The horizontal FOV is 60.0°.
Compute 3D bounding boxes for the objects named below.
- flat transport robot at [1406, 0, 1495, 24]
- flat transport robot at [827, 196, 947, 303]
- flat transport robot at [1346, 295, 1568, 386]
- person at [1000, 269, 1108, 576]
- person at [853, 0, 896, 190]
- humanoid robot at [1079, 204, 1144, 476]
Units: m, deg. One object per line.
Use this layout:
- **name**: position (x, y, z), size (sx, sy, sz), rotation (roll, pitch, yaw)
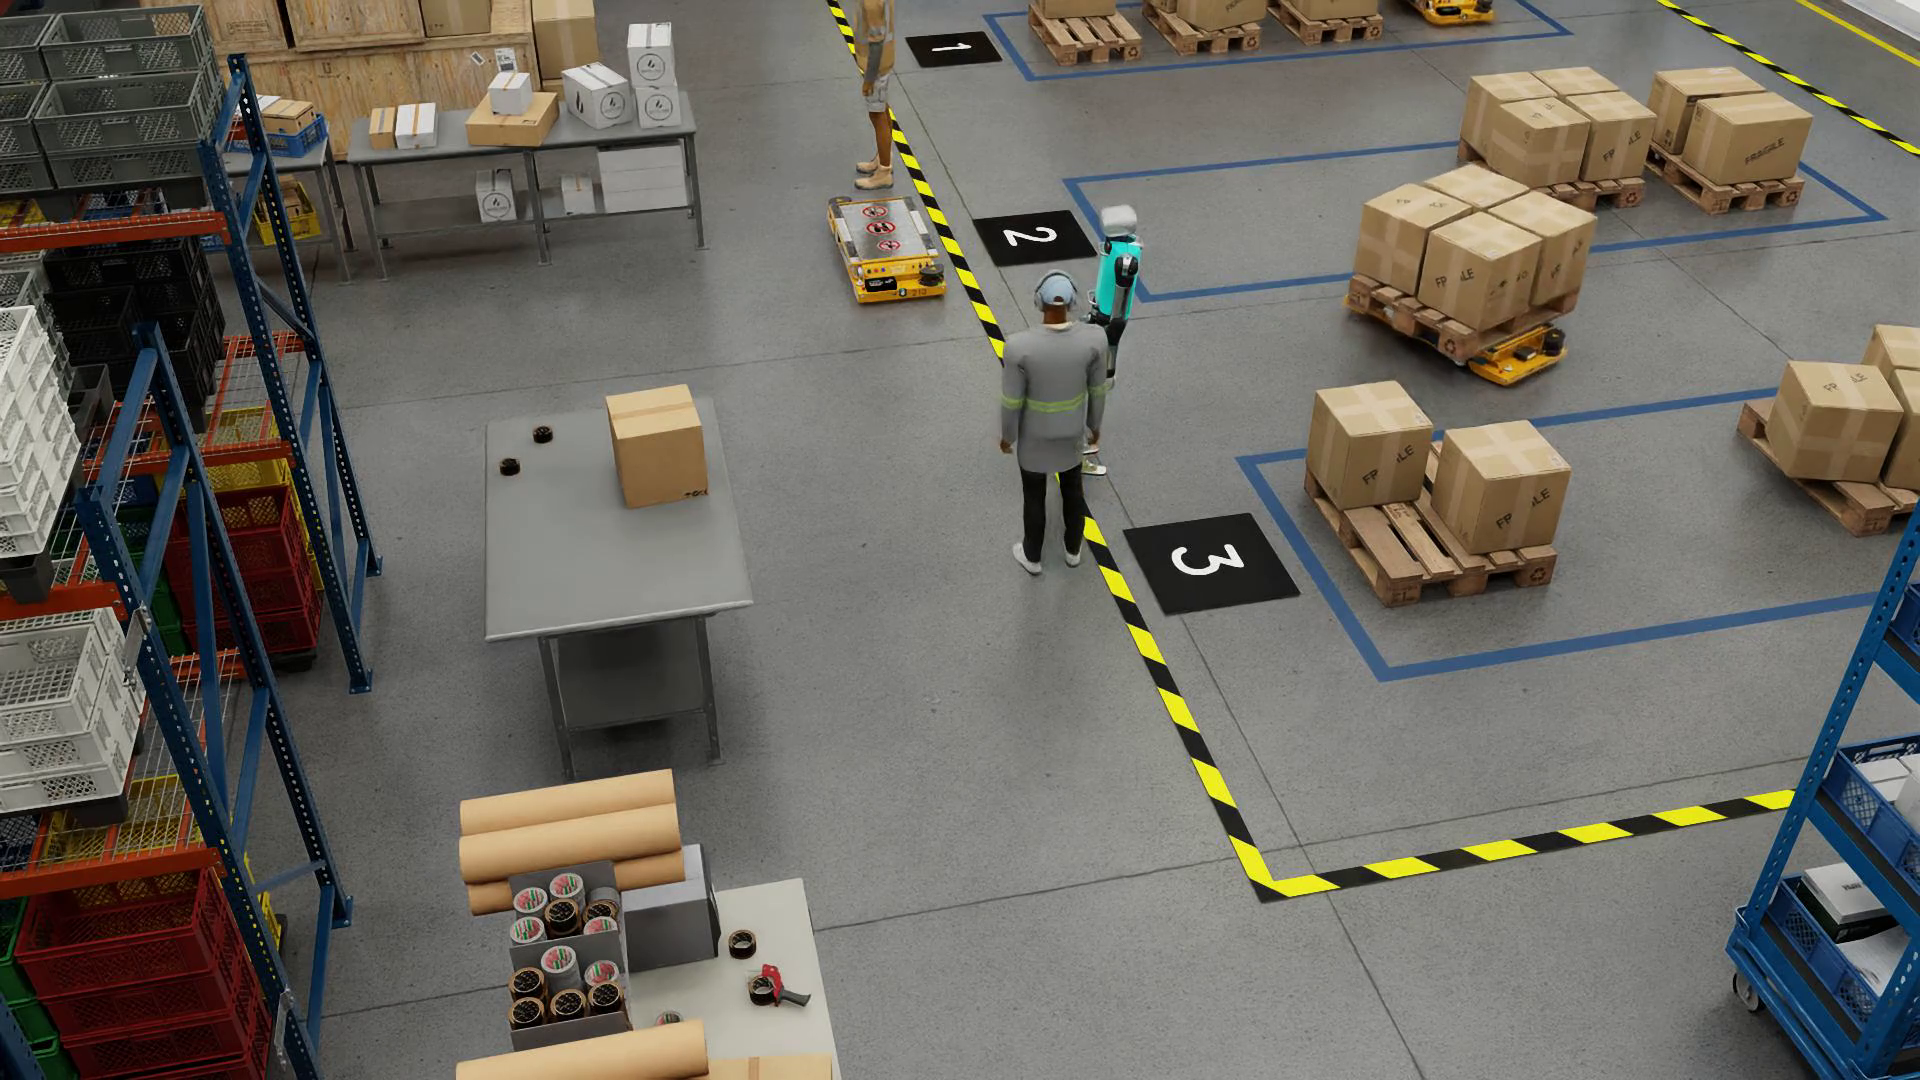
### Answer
- **flat transport robot**: position (4.890, -5.679, 17.163), size (0.652, 0.197, 1.431), rotation (-8, 37, -10)
- **flat transport robot**: position (-0.570, -2.220, 12.538), size (0.659, 0.231, 1.431), rotation (-8, 37, -10)
- **flat transport robot**: position (3.459, -1.544, 11.605), size (0.652, 0.197, 1.431), rotation (-24, 43, -28)
- **person**: position (0.494, -0.642, 9.090), size (0.596, 1.850, 0.396), rotation (-9, 38, -12)
- **person**: position (-0.695, -3.776, 13.146), size (0.372, 2.042, 0.606), rotation (1, 37, 1)
- **humanoid robot**: position (0.669, -1.158, 9.765), size (0.735, 1.681, 0.533), rotation (-1, 37, -2)
